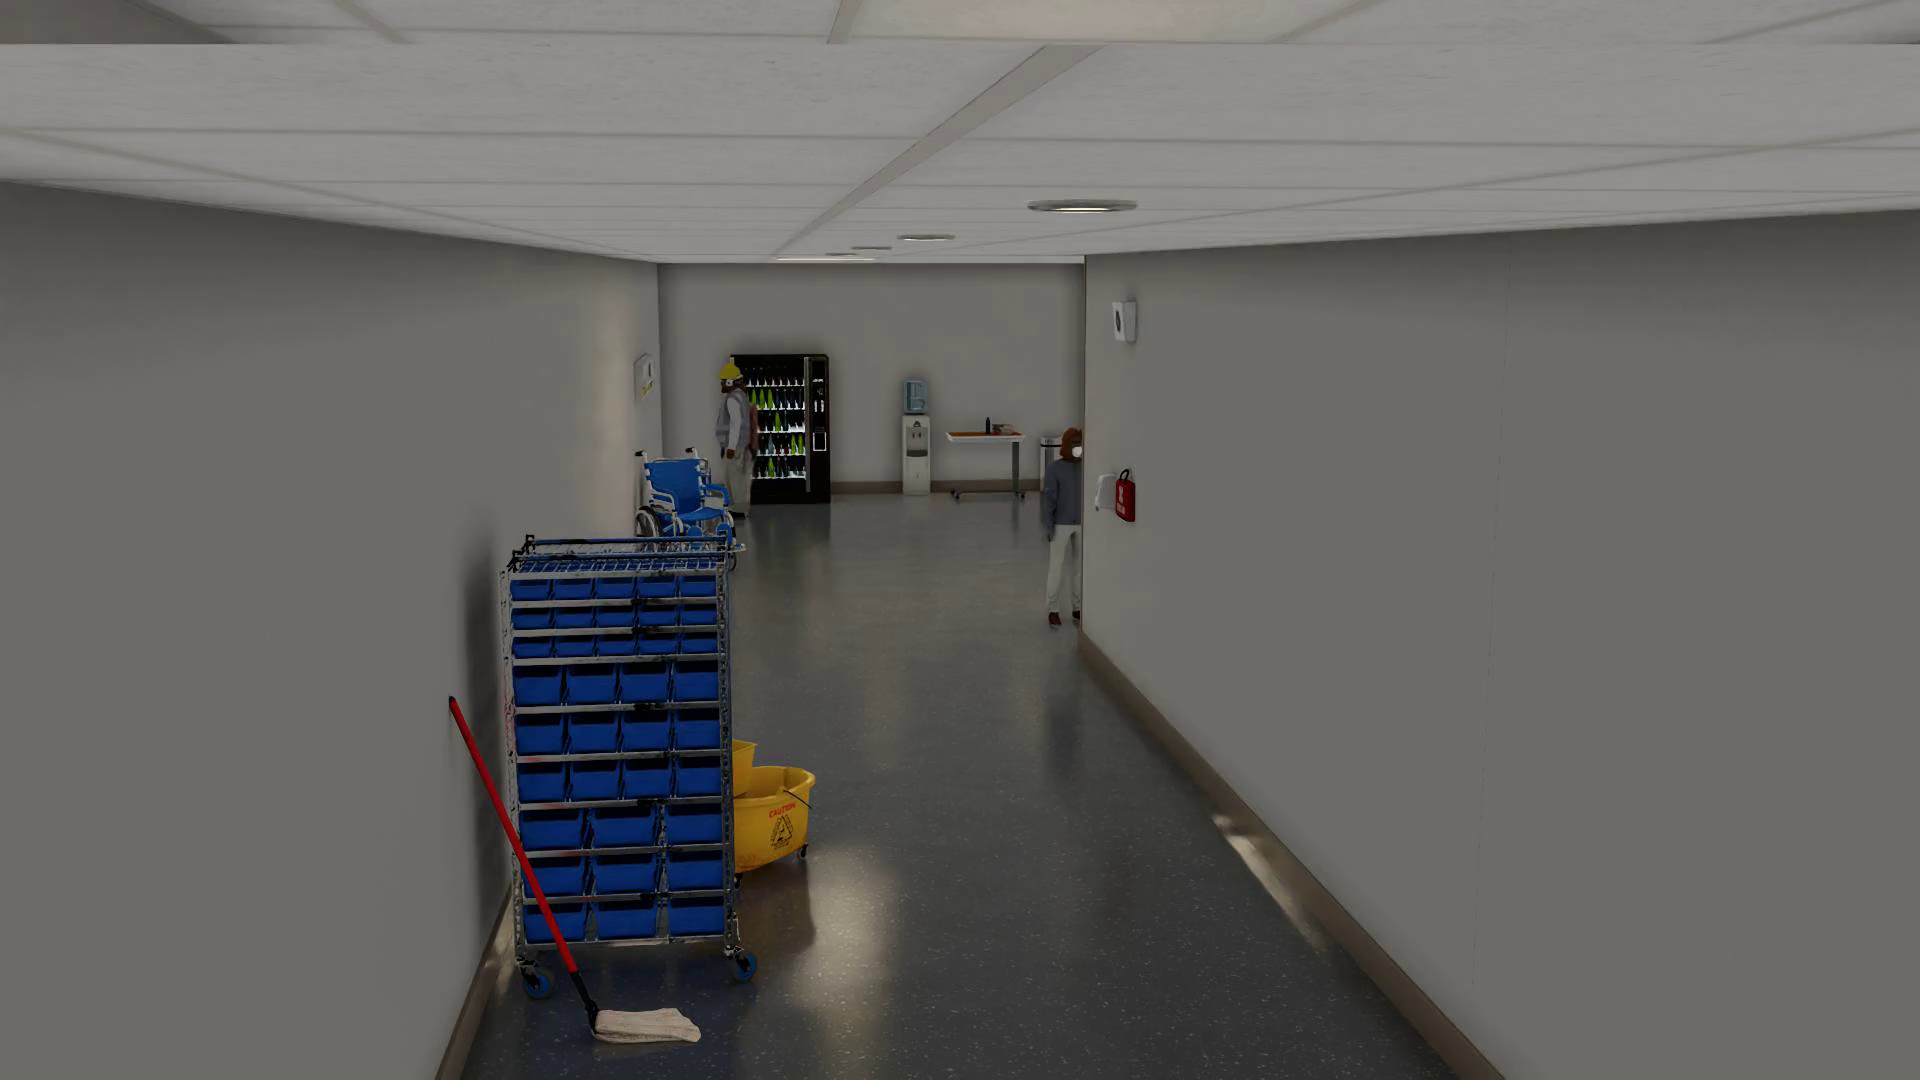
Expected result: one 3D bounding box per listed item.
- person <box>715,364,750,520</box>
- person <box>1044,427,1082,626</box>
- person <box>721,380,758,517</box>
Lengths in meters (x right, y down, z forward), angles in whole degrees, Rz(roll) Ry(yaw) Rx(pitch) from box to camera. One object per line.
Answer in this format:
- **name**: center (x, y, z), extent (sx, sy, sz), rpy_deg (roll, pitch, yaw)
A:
- **person**: center (-2.664, -1.145, 19.518), extent (0.404, 1.830, 0.599), rpy_deg (0, 9, 1)
- **person**: center (0.927, -0.115, 13.704), extent (0.501, 1.633, 0.286), rpy_deg (-3, 10, -20)
- **person**: center (-2.613, -1.079, 19.713), extent (0.533, 1.640, 0.335), rpy_deg (4, 10, 22)
